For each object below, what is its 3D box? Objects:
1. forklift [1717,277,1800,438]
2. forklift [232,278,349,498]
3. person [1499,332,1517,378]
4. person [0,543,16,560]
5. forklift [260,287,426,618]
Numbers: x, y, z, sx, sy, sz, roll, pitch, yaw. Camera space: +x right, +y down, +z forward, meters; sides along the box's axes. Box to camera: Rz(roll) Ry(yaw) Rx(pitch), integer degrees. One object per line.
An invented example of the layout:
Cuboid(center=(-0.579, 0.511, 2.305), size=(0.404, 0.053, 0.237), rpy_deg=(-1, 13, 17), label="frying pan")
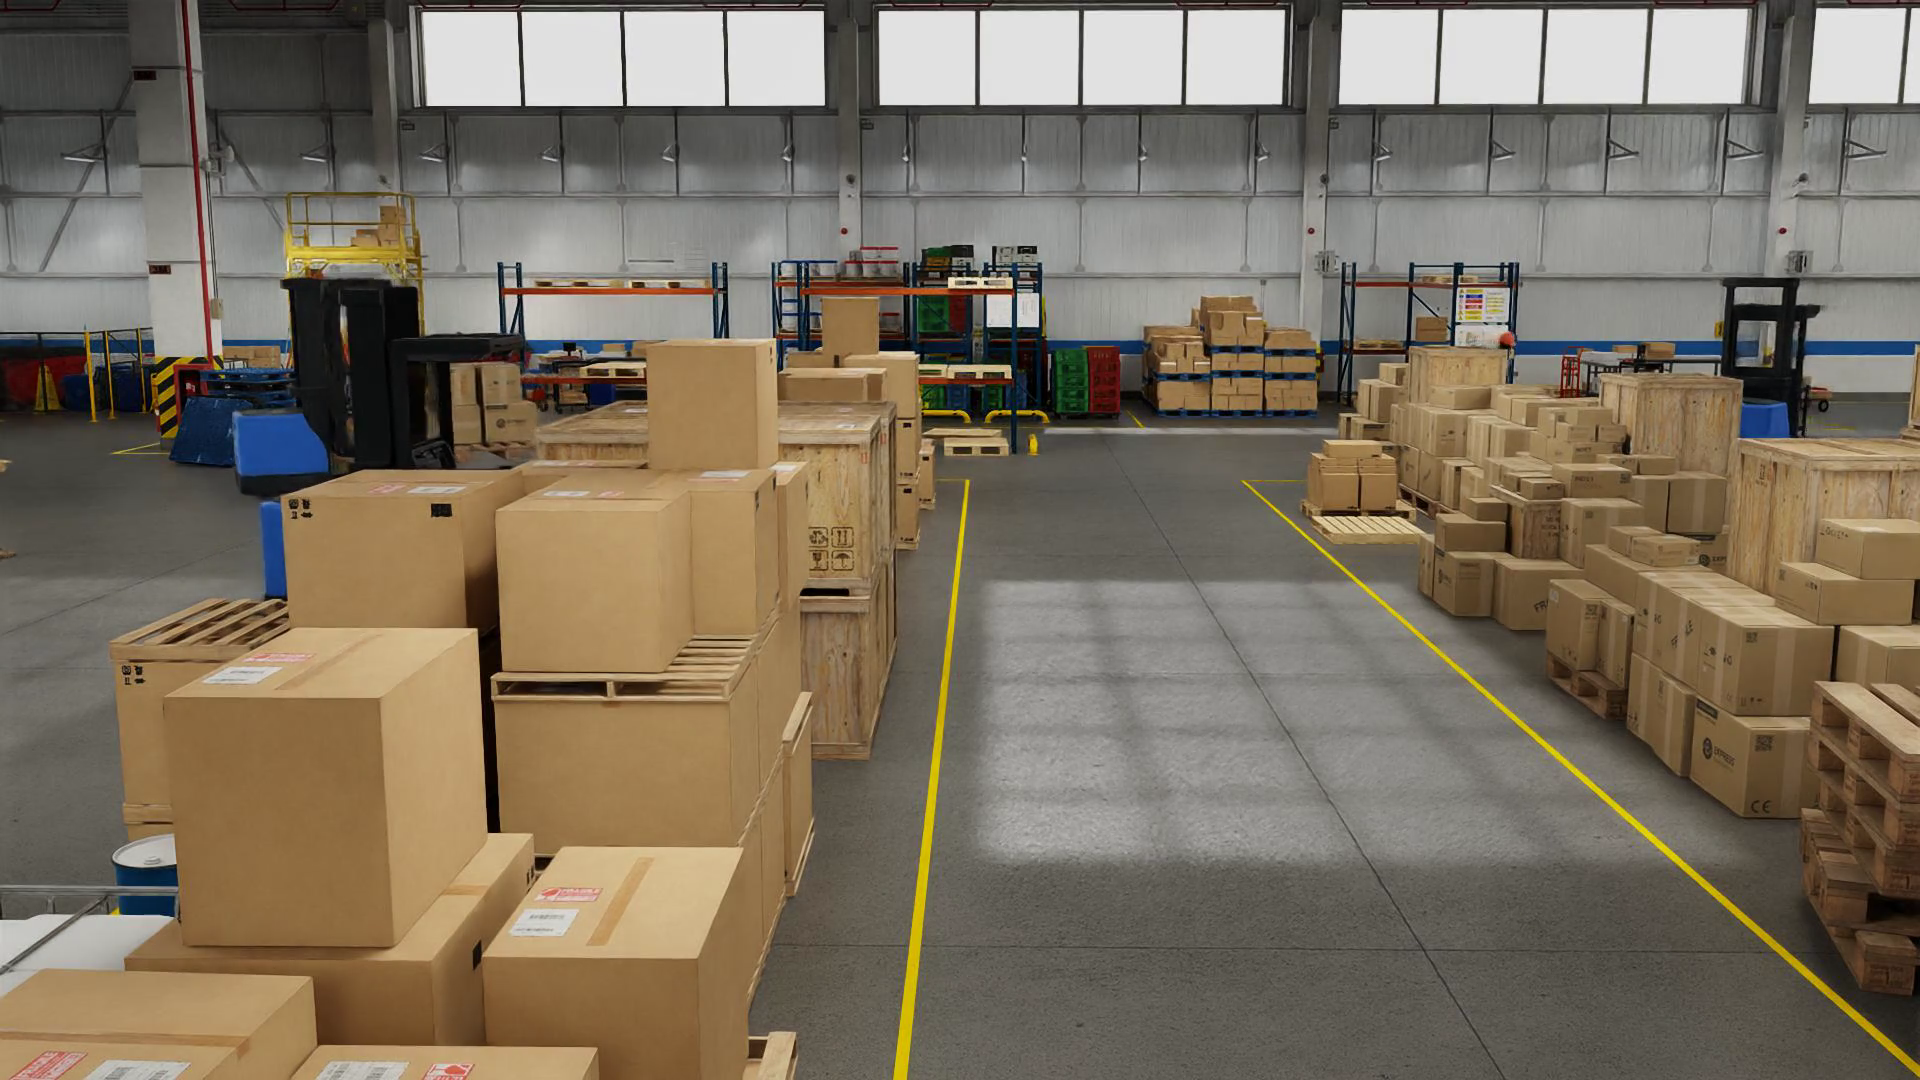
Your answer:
Cuboid(center=(11.255, -2.330, 23.589), size=(1.129, 2.768, 1.873), rpy_deg=(8, 13, 41), label="forklift")
Cuboid(center=(-8.564, -2.040, 21.857), size=(1.873, 2.768, 1.129), rpy_deg=(-5, 11, -27), label="forklift")
Cuboid(center=(8.841, -2.524, 27.715), size=(0.794, 1.892, 0.613), rpy_deg=(-2, 10, -13), label="person")
Cuboid(center=(-10.036, -0.569, 16.695), size=(0.532, 1.661, 0.857), rpy_deg=(5, 11, 26), label="person")
Cuboid(center=(-4.775, -0.711, 13.897), size=(1.873, 2.768, 1.129), rpy_deg=(0, 9, 1), label="forklift")
